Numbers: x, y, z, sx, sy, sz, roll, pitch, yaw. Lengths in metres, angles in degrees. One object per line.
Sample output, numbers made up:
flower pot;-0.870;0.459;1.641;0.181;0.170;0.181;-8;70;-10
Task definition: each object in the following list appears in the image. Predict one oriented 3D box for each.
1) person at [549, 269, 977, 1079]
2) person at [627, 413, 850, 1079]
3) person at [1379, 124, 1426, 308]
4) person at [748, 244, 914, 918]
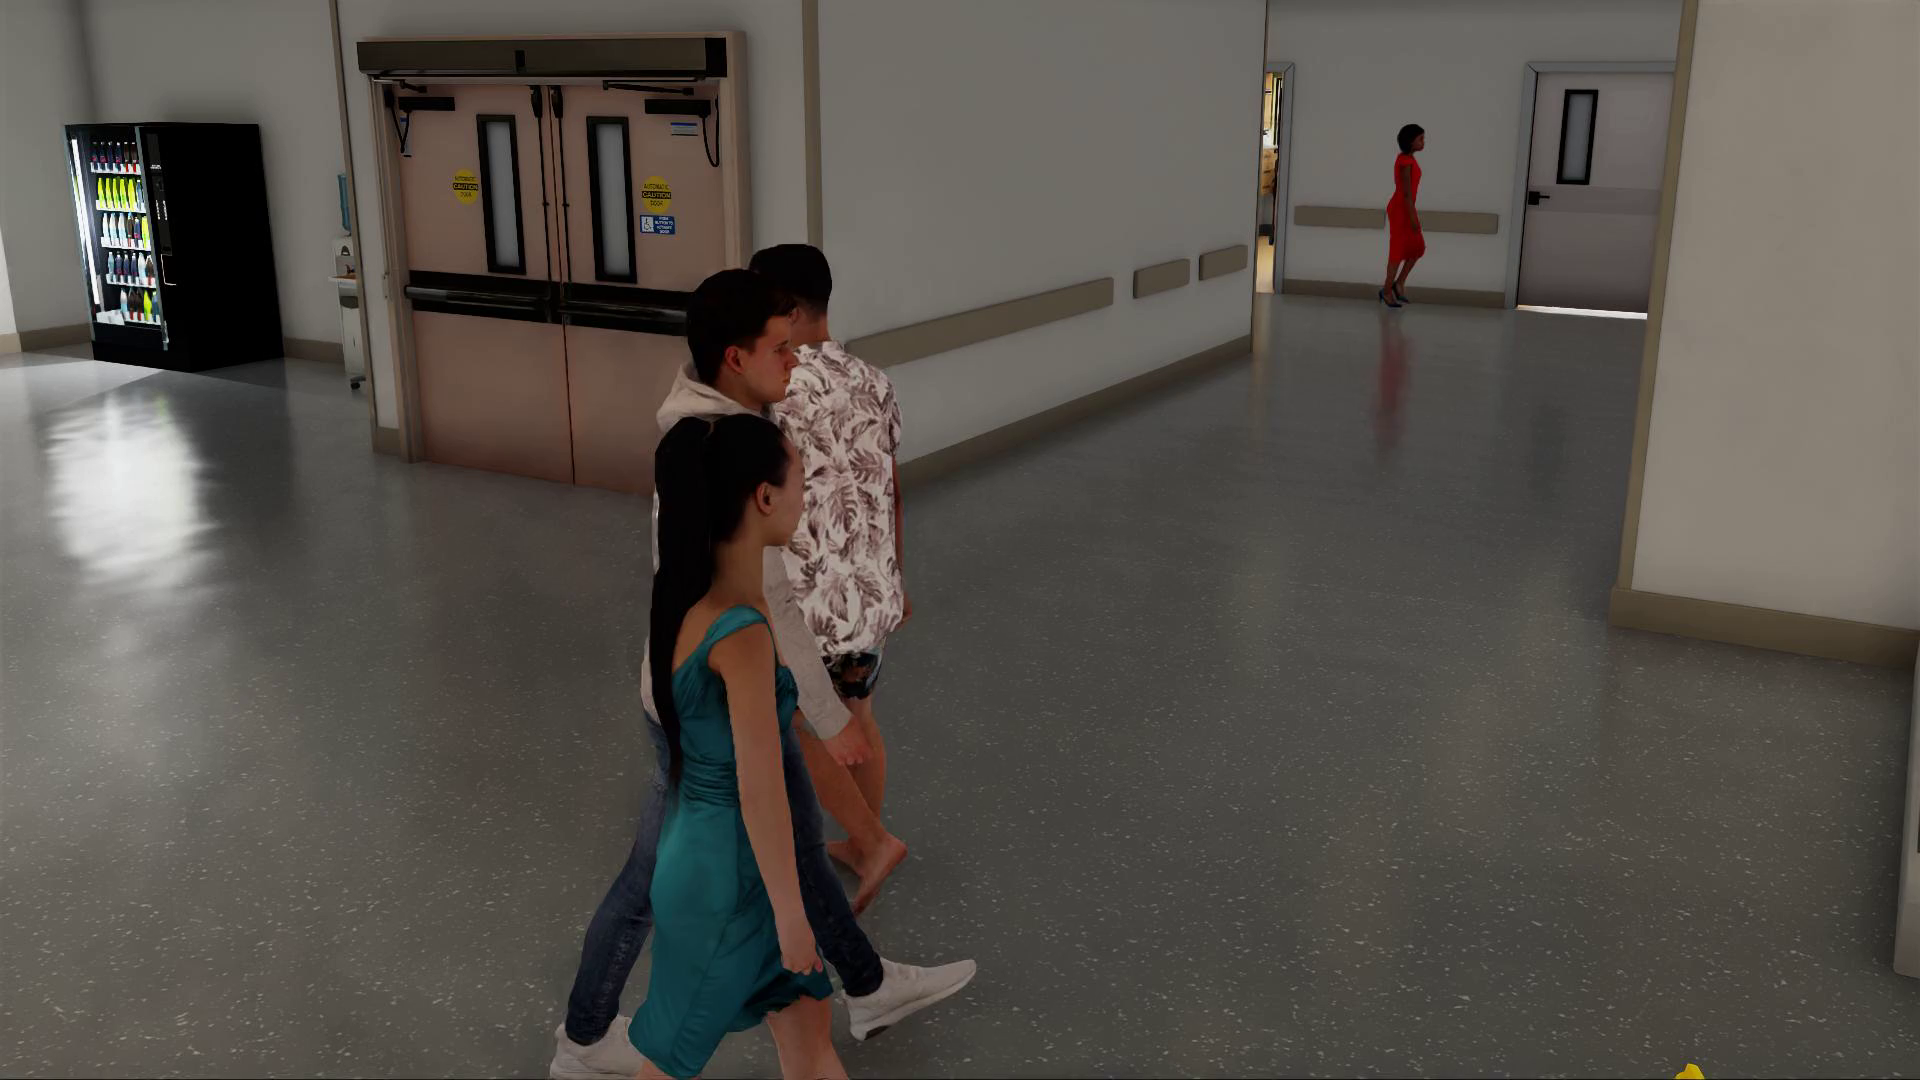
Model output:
person;-0.622;0.375;3.561;1.298;1.794;1.138;-2;16;-7
person;-0.496;0.630;2.918;1.028;1.652;0.959;-4;16;-12
person;4.177;-3.111;16.040;0.662;1.733;0.635;5;17;19
person;-0.307;0.146;4.374;0.842;1.794;0.940;-13;20;-39
